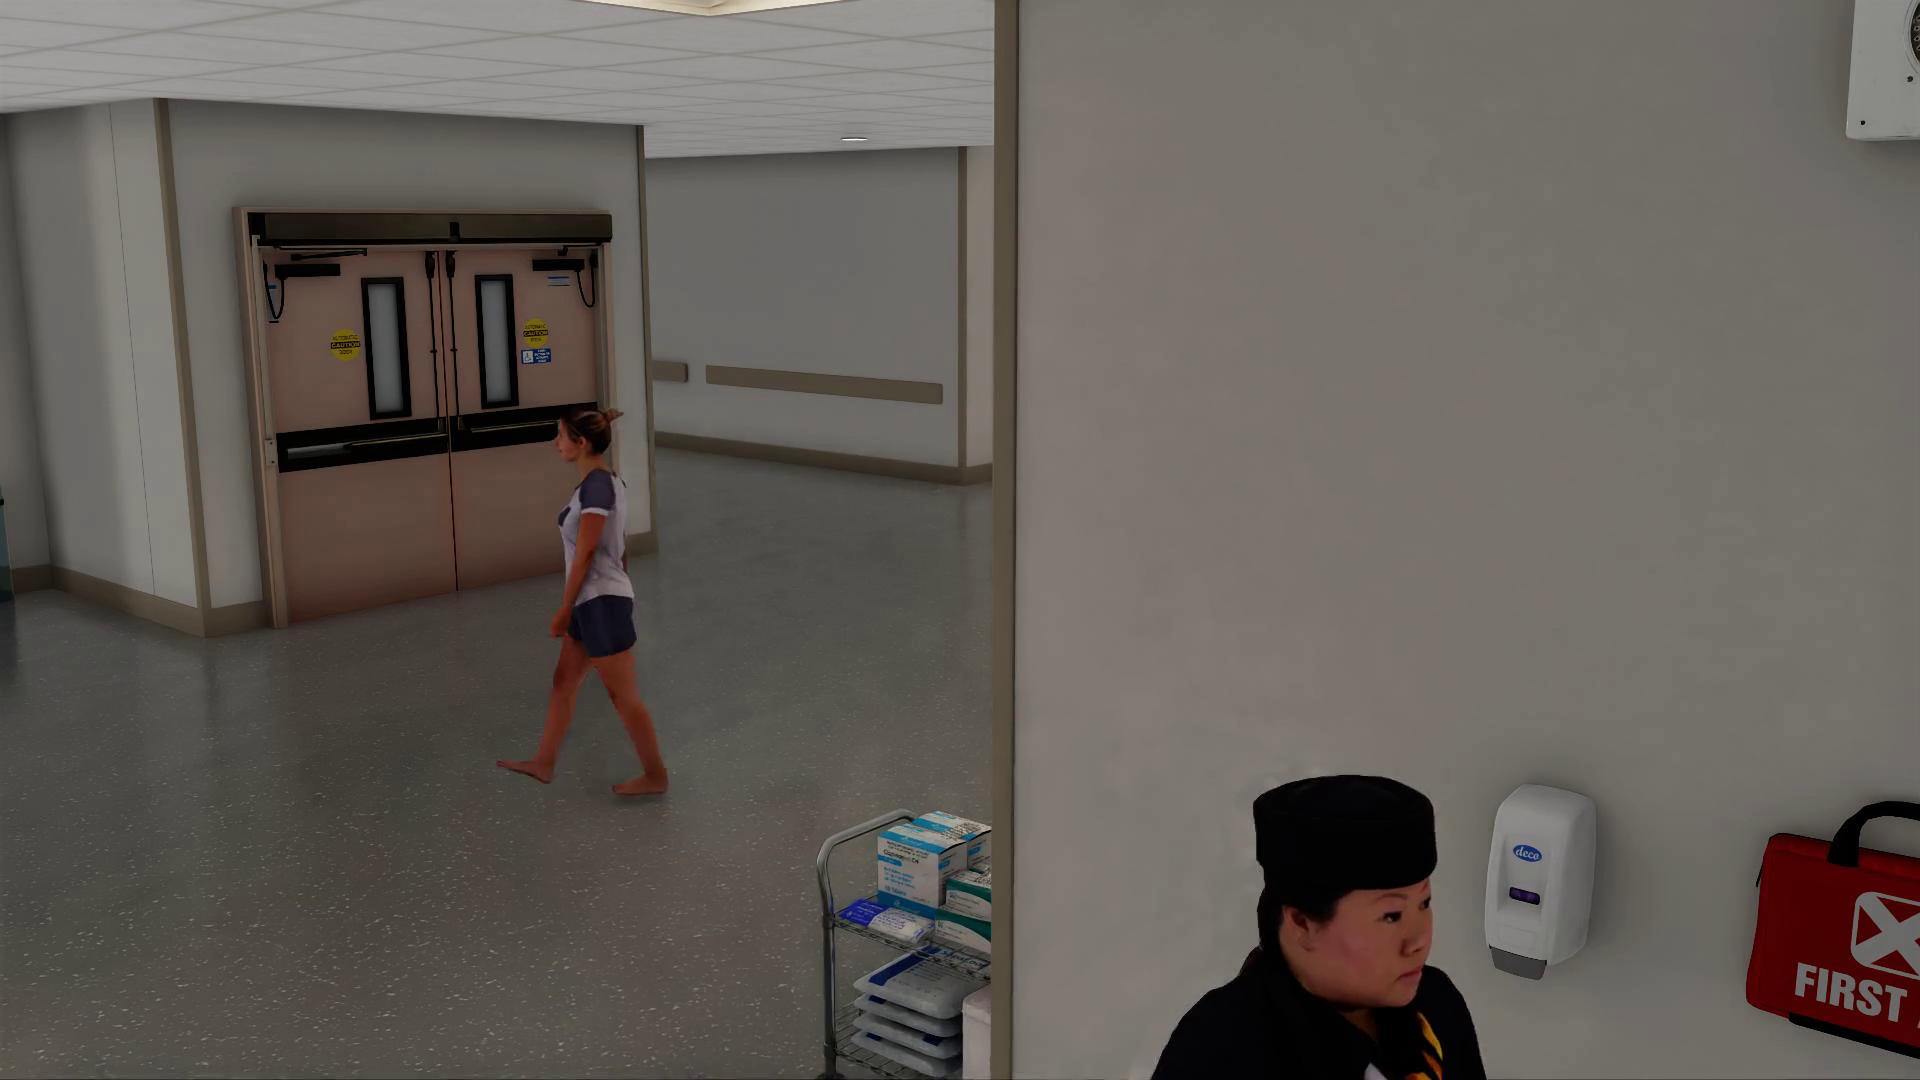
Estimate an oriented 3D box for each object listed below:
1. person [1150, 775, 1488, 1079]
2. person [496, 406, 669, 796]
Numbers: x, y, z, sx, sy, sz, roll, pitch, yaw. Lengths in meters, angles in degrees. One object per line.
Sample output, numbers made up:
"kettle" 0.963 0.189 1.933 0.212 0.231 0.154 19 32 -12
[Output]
"person" 0.393 1.103 2.203 1.023 1.639 0.893 -9 14 -39
"person" -1.358 0.279 6.672 0.995 1.591 0.908 -2 11 -9
